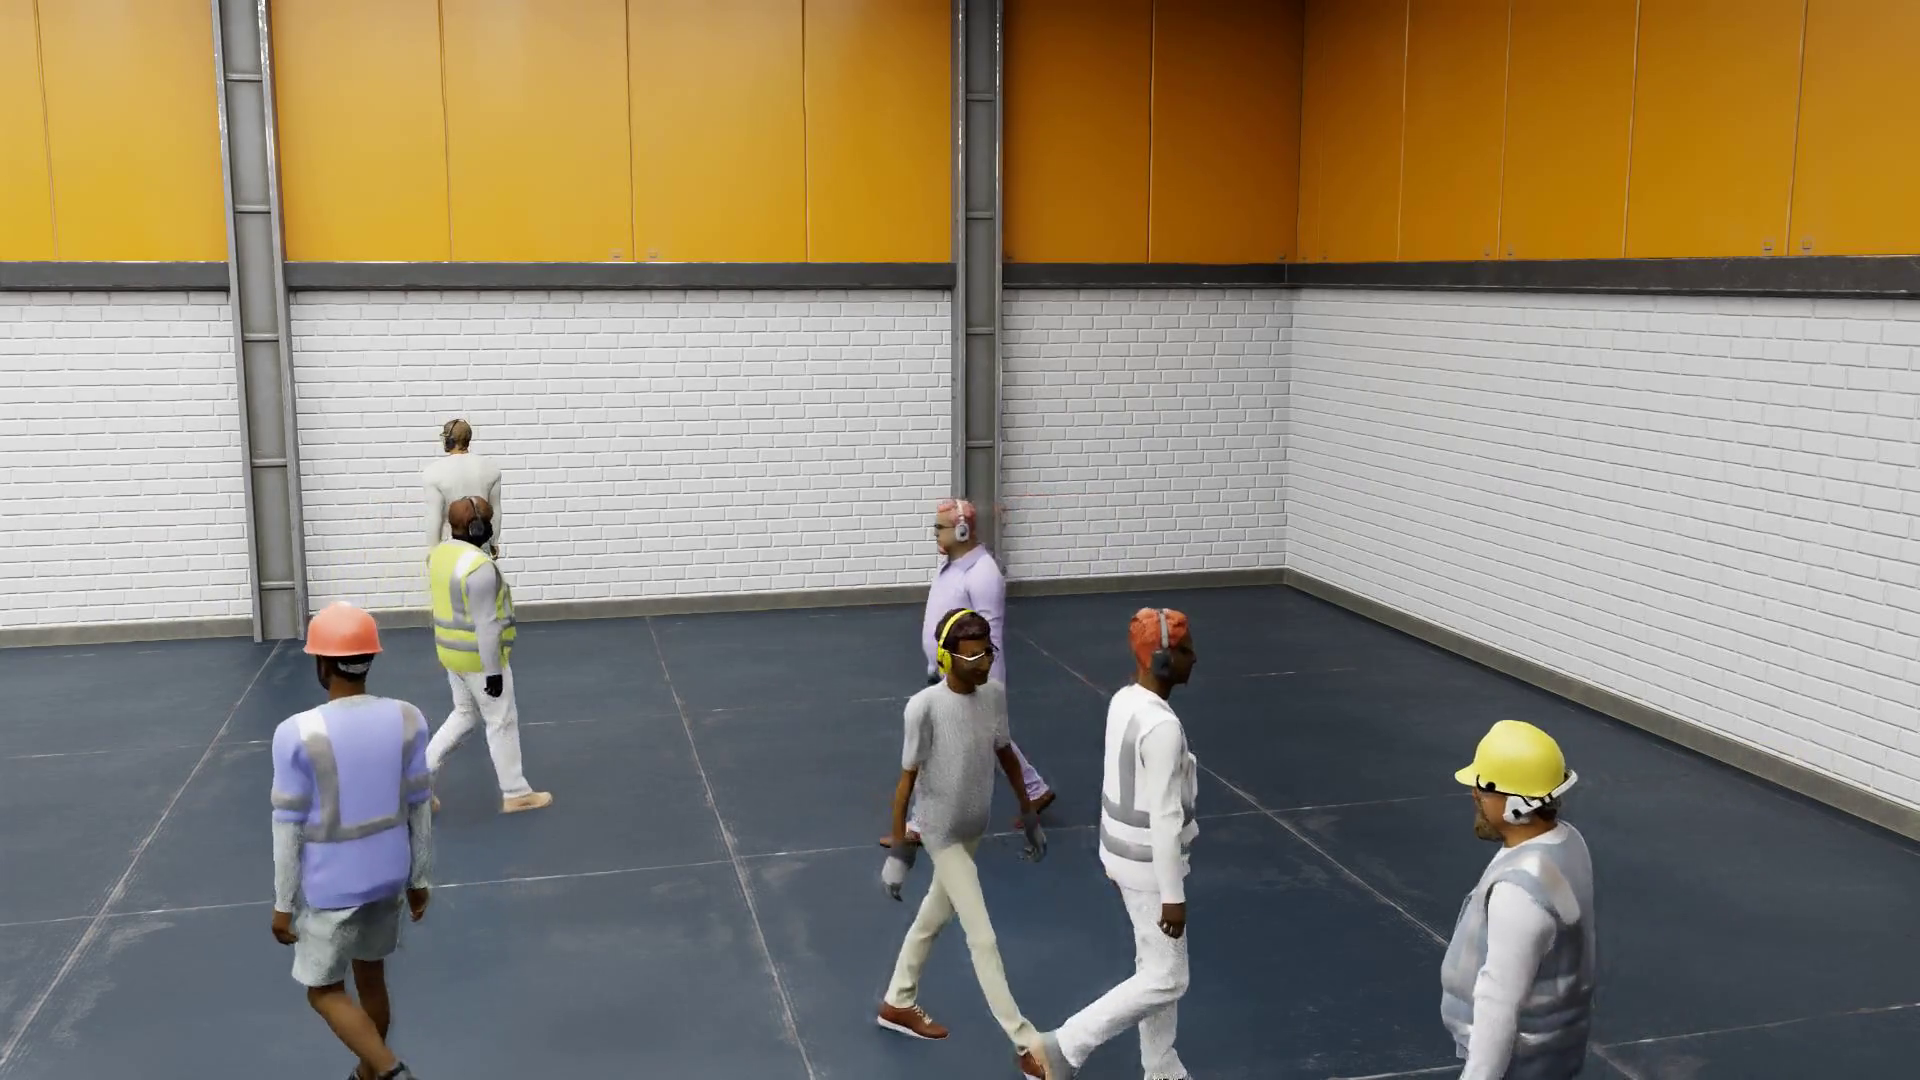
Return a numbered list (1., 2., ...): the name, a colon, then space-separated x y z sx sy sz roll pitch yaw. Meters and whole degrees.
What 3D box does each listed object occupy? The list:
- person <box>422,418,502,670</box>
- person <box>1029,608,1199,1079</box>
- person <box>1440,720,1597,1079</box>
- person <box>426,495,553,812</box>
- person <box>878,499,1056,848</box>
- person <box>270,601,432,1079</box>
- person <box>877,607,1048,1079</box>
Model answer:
1. person: -3.801 0.037 12.728 0.630 1.940 0.372 -9 13 -43
2. person: 0.619 1.164 5.920 0.647 1.870 0.595 -1 9 -5
3. person: 1.533 1.394 4.627 0.414 1.820 0.588 4 10 25
4. person: -2.714 0.654 9.250 0.762 1.823 0.645 -7 12 -39
5. person: 0.068 0.693 8.896 0.994 1.862 0.646 -3 9 -16
6. person: -2.048 1.171 5.722 0.702 1.924 0.563 7 12 38
7. person: 0.052 1.130 6.325 0.981 1.801 0.664 7 12 38
